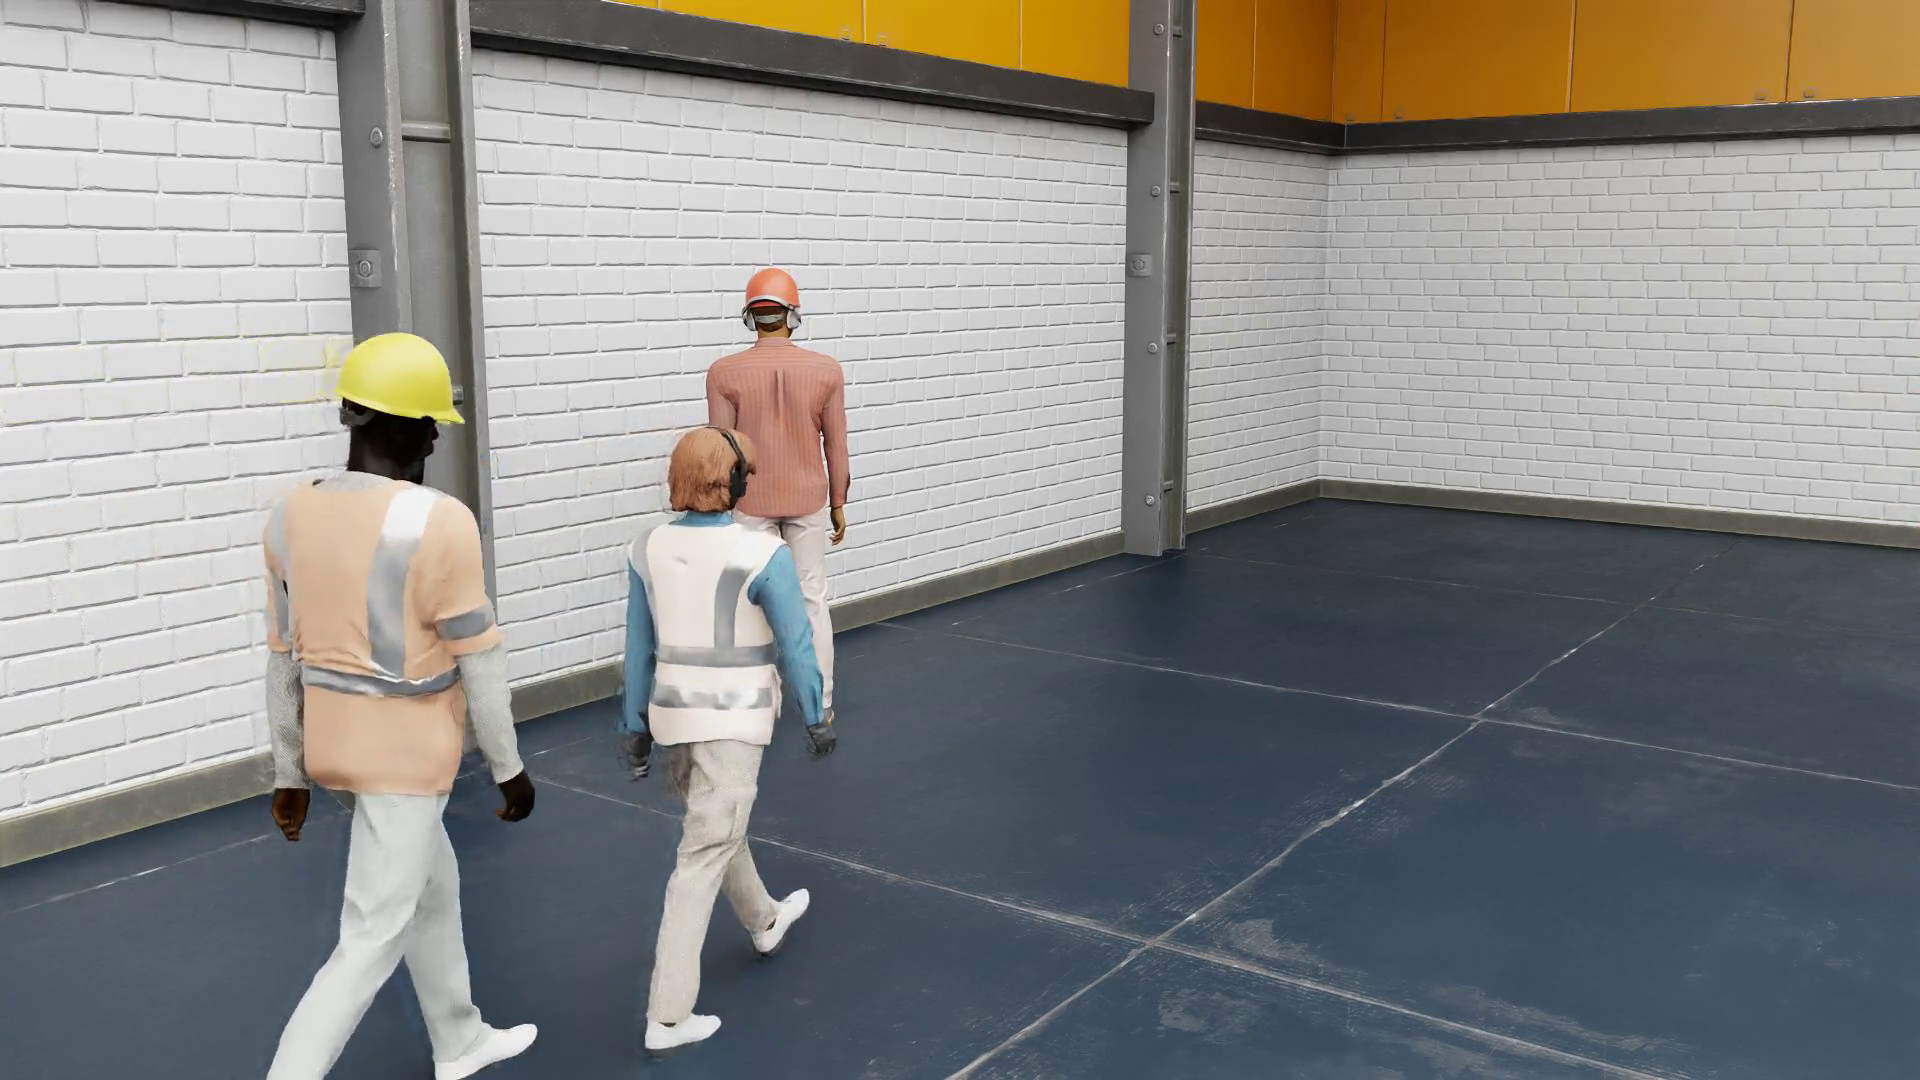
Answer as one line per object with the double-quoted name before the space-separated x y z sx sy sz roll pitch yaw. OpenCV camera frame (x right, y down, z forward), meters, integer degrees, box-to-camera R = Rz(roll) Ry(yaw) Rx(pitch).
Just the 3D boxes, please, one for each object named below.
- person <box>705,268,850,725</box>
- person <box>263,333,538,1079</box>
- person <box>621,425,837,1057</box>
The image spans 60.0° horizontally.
"person" -0.782 -0.158 7.123 0.623 1.990 0.390 -3 10 -17
"person" -1.328 0.479 3.711 0.577 1.877 0.965 6 11 33
"person" -0.607 0.493 4.450 0.518 1.589 0.879 6 11 32
